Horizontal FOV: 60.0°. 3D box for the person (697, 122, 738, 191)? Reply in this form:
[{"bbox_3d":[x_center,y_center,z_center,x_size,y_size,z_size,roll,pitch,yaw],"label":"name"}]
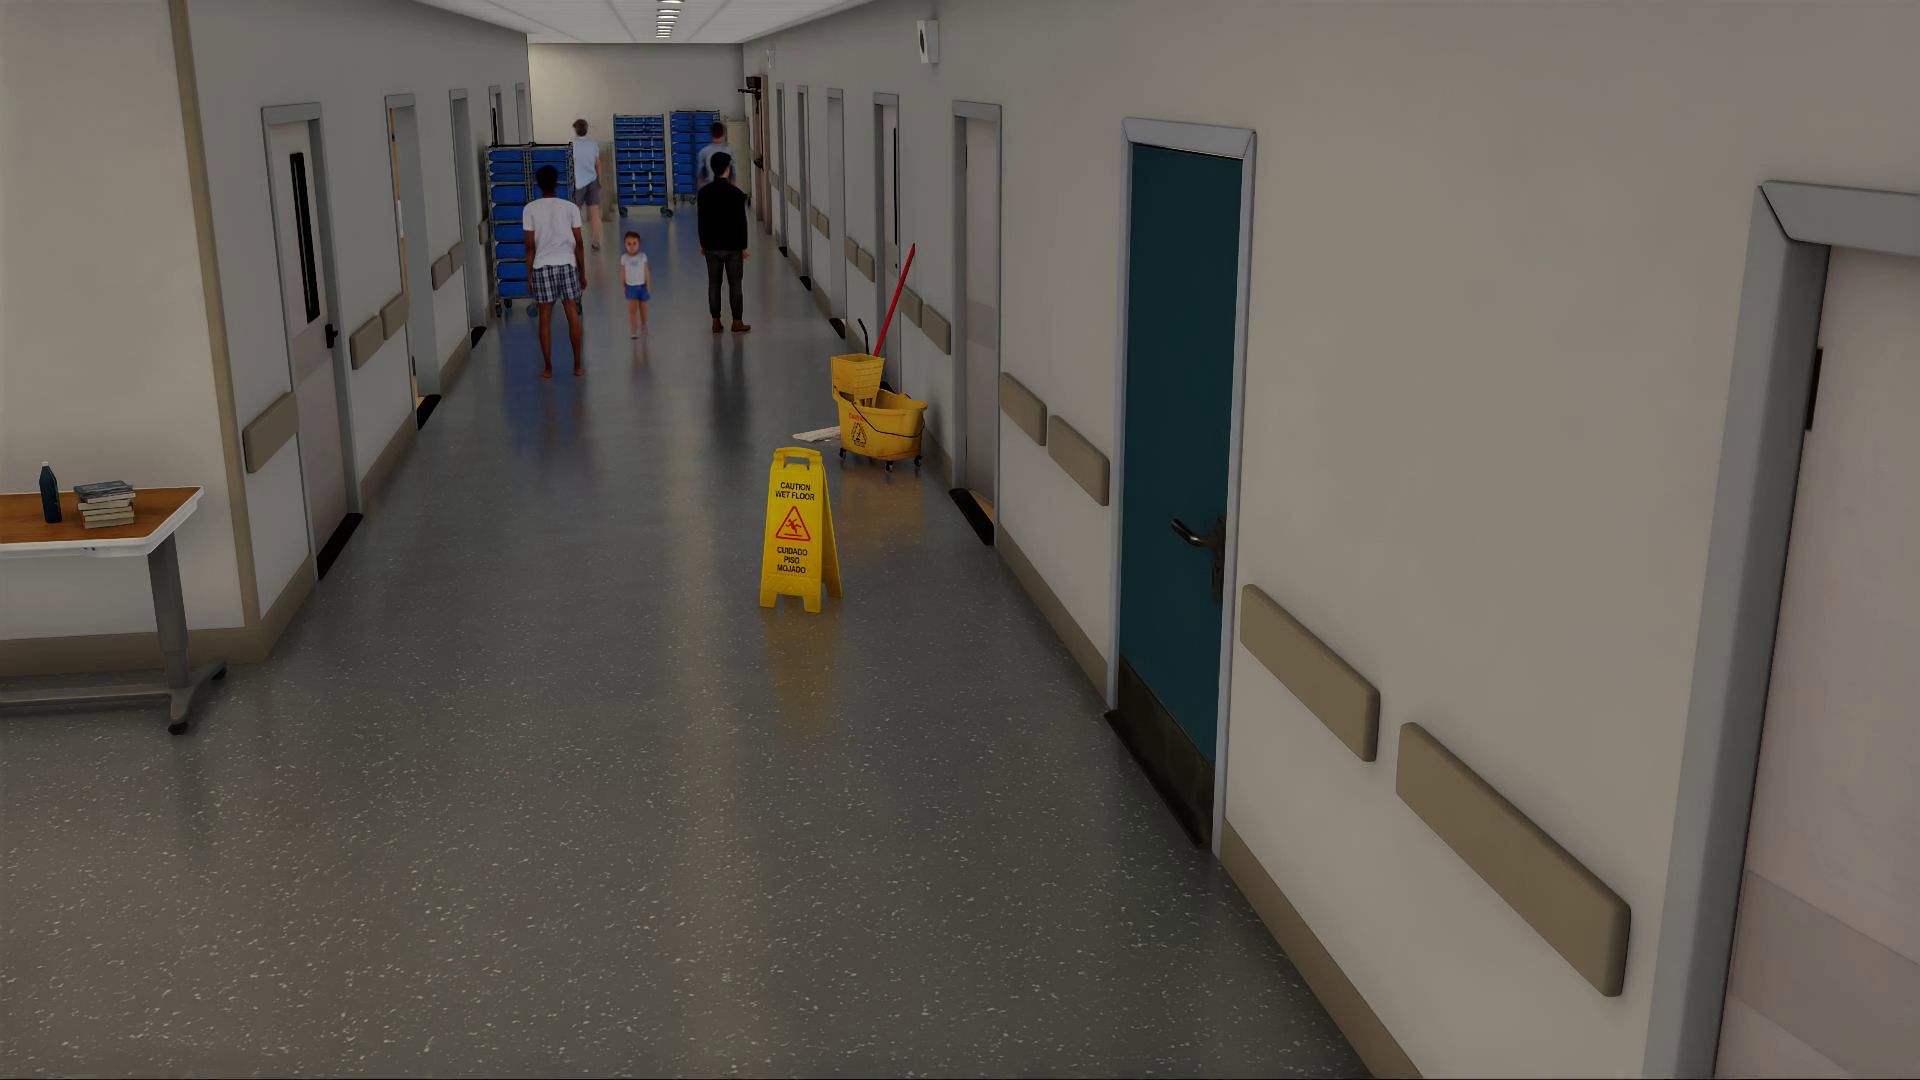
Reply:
[{"bbox_3d":[-3.116,-4.396,21.365,0.669,1.798,1.180,-2,16,-8],"label":"person"}]

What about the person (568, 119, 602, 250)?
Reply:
[{"bbox_3d":[-5.271,-4.993,23.486,0.902,1.796,1.183,-8,18,-27],"label":"person"}]

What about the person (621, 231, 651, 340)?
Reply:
[{"bbox_3d":[-3.074,-2.431,15.863,0.420,1.002,0.699,-2,16,-9],"label":"person"}]

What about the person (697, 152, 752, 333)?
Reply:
[{"bbox_3d":[-2.298,-2.889,16.160,0.721,1.723,0.690,4,16,14],"label":"person"}]

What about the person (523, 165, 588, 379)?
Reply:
[{"bbox_3d":[-3.362,-2.224,13.786,0.663,1.730,0.553,-4,16,-15],"label":"person"}]
